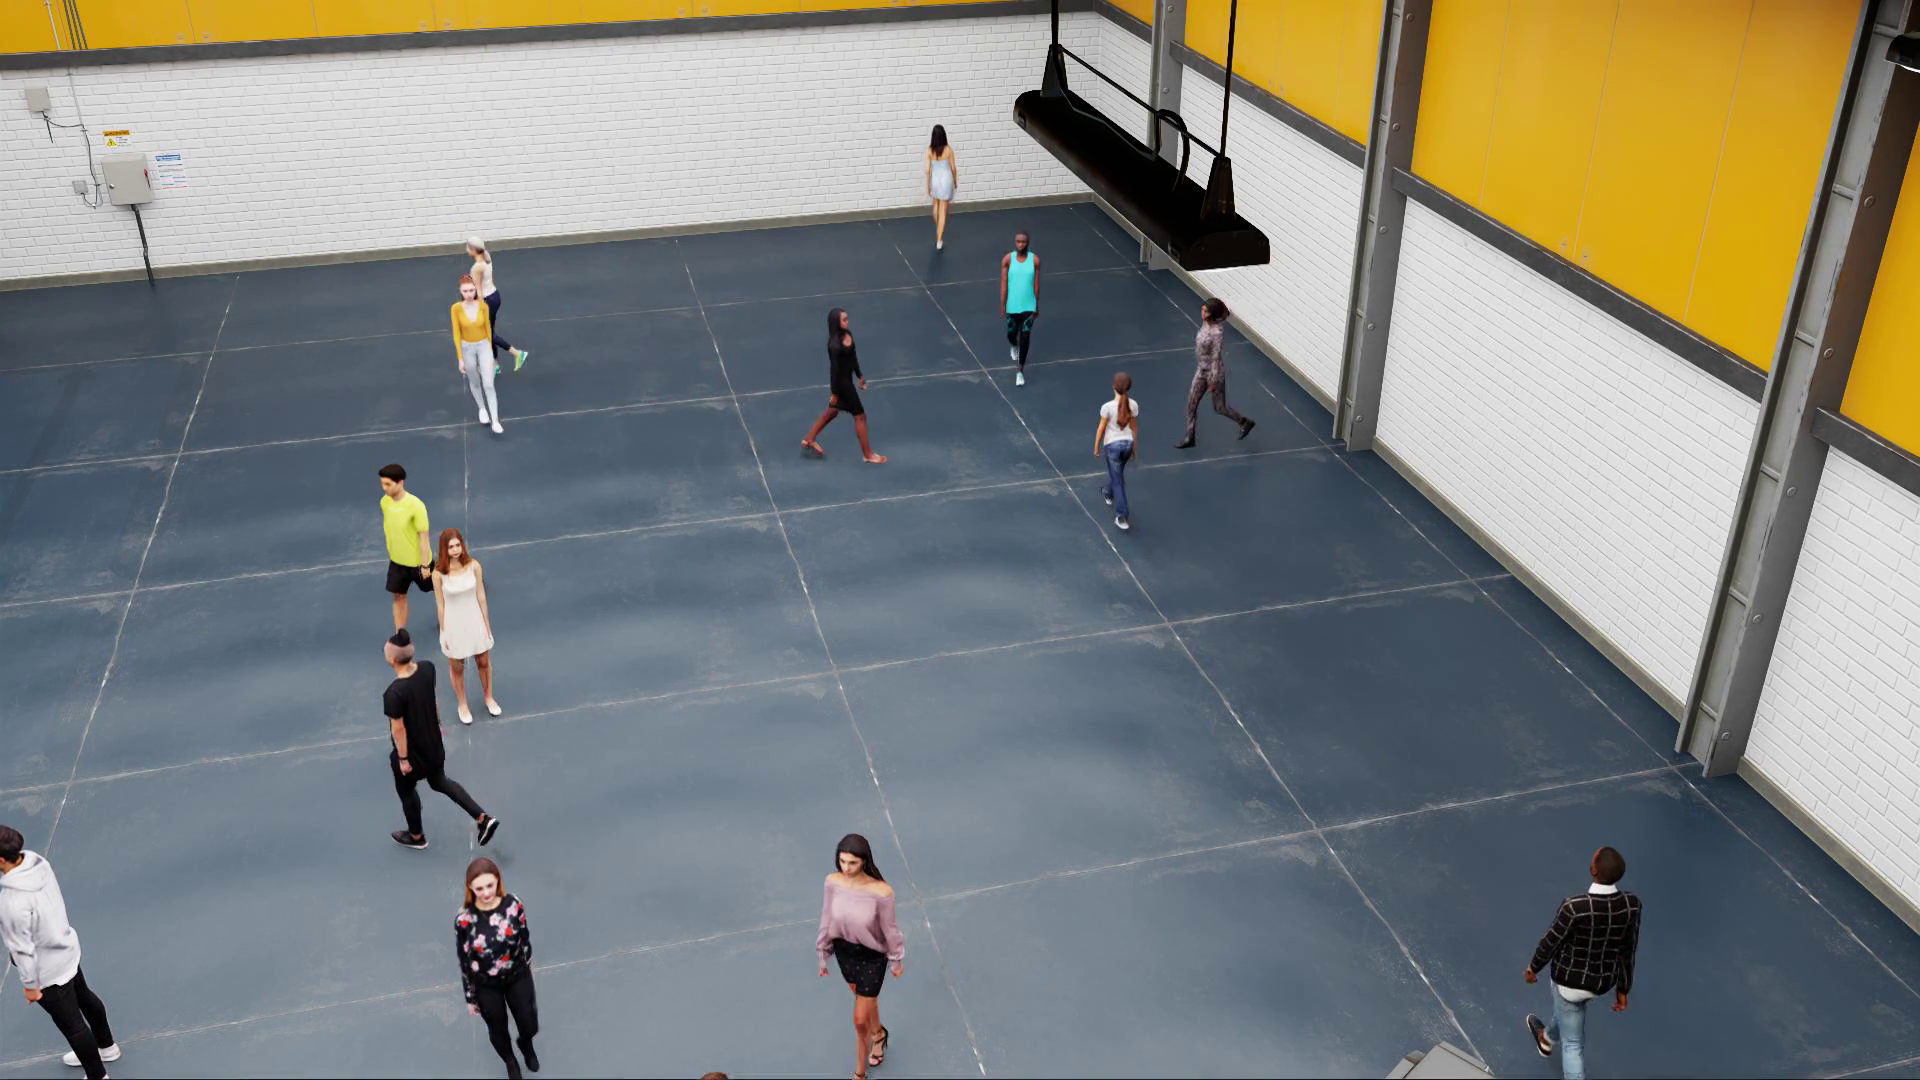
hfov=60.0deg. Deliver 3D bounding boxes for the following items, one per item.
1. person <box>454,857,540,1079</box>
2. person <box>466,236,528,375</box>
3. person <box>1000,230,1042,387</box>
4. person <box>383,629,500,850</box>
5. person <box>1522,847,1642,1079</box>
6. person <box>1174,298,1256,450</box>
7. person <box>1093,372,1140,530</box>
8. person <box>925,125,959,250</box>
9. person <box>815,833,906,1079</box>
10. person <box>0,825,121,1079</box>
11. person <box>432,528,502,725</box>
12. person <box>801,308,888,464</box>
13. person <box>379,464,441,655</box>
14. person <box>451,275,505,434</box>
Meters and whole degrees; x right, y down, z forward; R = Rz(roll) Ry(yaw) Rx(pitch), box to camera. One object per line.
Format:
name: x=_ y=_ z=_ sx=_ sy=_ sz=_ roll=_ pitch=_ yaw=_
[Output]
person: x=-2.718 y=2.517 z=9.741 sx=0.613 sy=1.673 sz=0.632 roll=-13 pitch=31 yaw=-22
person: x=-5.382 y=-2.688 z=19.270 sx=0.866 sy=1.687 sz=0.929 roll=4 pitch=29 yaw=7
person: x=0.715 y=-2.721 z=19.220 sx=0.814 sy=1.792 sz=1.042 roll=3 pitch=29 yaw=5
person: x=-3.696 y=1.424 z=11.567 sx=1.094 sy=1.844 sz=1.138 roll=8 pitch=30 yaw=15
person: x=3.582 y=2.600 z=9.488 sx=0.798 sy=1.770 sz=1.278 roll=-3 pitch=29 yaw=-6
person: x=2.727 y=-1.730 z=17.513 sx=0.670 sy=1.688 sz=1.039 roll=-9 pitch=30 yaw=-16
person: x=1.548 y=-0.848 z=16.073 sx=0.558 sy=1.517 sz=1.032 roll=-8 pitch=30 yaw=-15
person: x=-0.266 y=-4.939 z=23.404 sx=0.895 sy=1.680 sz=1.201 roll=4 pitch=29 yaw=7
person: x=-0.540 y=2.418 z=9.799 sx=0.886 sy=1.791 sz=0.957 roll=12 pitch=31 yaw=21
person: x=-5.270 y=2.420 z=9.658 sx=0.720 sy=1.924 sz=0.491 roll=-8 pitch=30 yaw=-14
person: x=-3.920 y=0.658 z=13.112 sx=0.586 sy=1.709 sz=0.566 roll=-12 pitch=31 yaw=-21
person: x=-1.297 y=-1.594 z=17.271 sx=1.002 sy=1.680 sz=1.190 roll=4 pitch=29 yaw=8
person: x=-4.623 y=0.102 z=14.176 sx=1.037 sy=1.666 sz=1.175 roll=11 pitch=31 yaw=20
person: x=-5.285 y=-2.042 z=18.054 sx=0.681 sy=1.717 sz=1.059 roll=-12 pitch=31 yaw=-20
